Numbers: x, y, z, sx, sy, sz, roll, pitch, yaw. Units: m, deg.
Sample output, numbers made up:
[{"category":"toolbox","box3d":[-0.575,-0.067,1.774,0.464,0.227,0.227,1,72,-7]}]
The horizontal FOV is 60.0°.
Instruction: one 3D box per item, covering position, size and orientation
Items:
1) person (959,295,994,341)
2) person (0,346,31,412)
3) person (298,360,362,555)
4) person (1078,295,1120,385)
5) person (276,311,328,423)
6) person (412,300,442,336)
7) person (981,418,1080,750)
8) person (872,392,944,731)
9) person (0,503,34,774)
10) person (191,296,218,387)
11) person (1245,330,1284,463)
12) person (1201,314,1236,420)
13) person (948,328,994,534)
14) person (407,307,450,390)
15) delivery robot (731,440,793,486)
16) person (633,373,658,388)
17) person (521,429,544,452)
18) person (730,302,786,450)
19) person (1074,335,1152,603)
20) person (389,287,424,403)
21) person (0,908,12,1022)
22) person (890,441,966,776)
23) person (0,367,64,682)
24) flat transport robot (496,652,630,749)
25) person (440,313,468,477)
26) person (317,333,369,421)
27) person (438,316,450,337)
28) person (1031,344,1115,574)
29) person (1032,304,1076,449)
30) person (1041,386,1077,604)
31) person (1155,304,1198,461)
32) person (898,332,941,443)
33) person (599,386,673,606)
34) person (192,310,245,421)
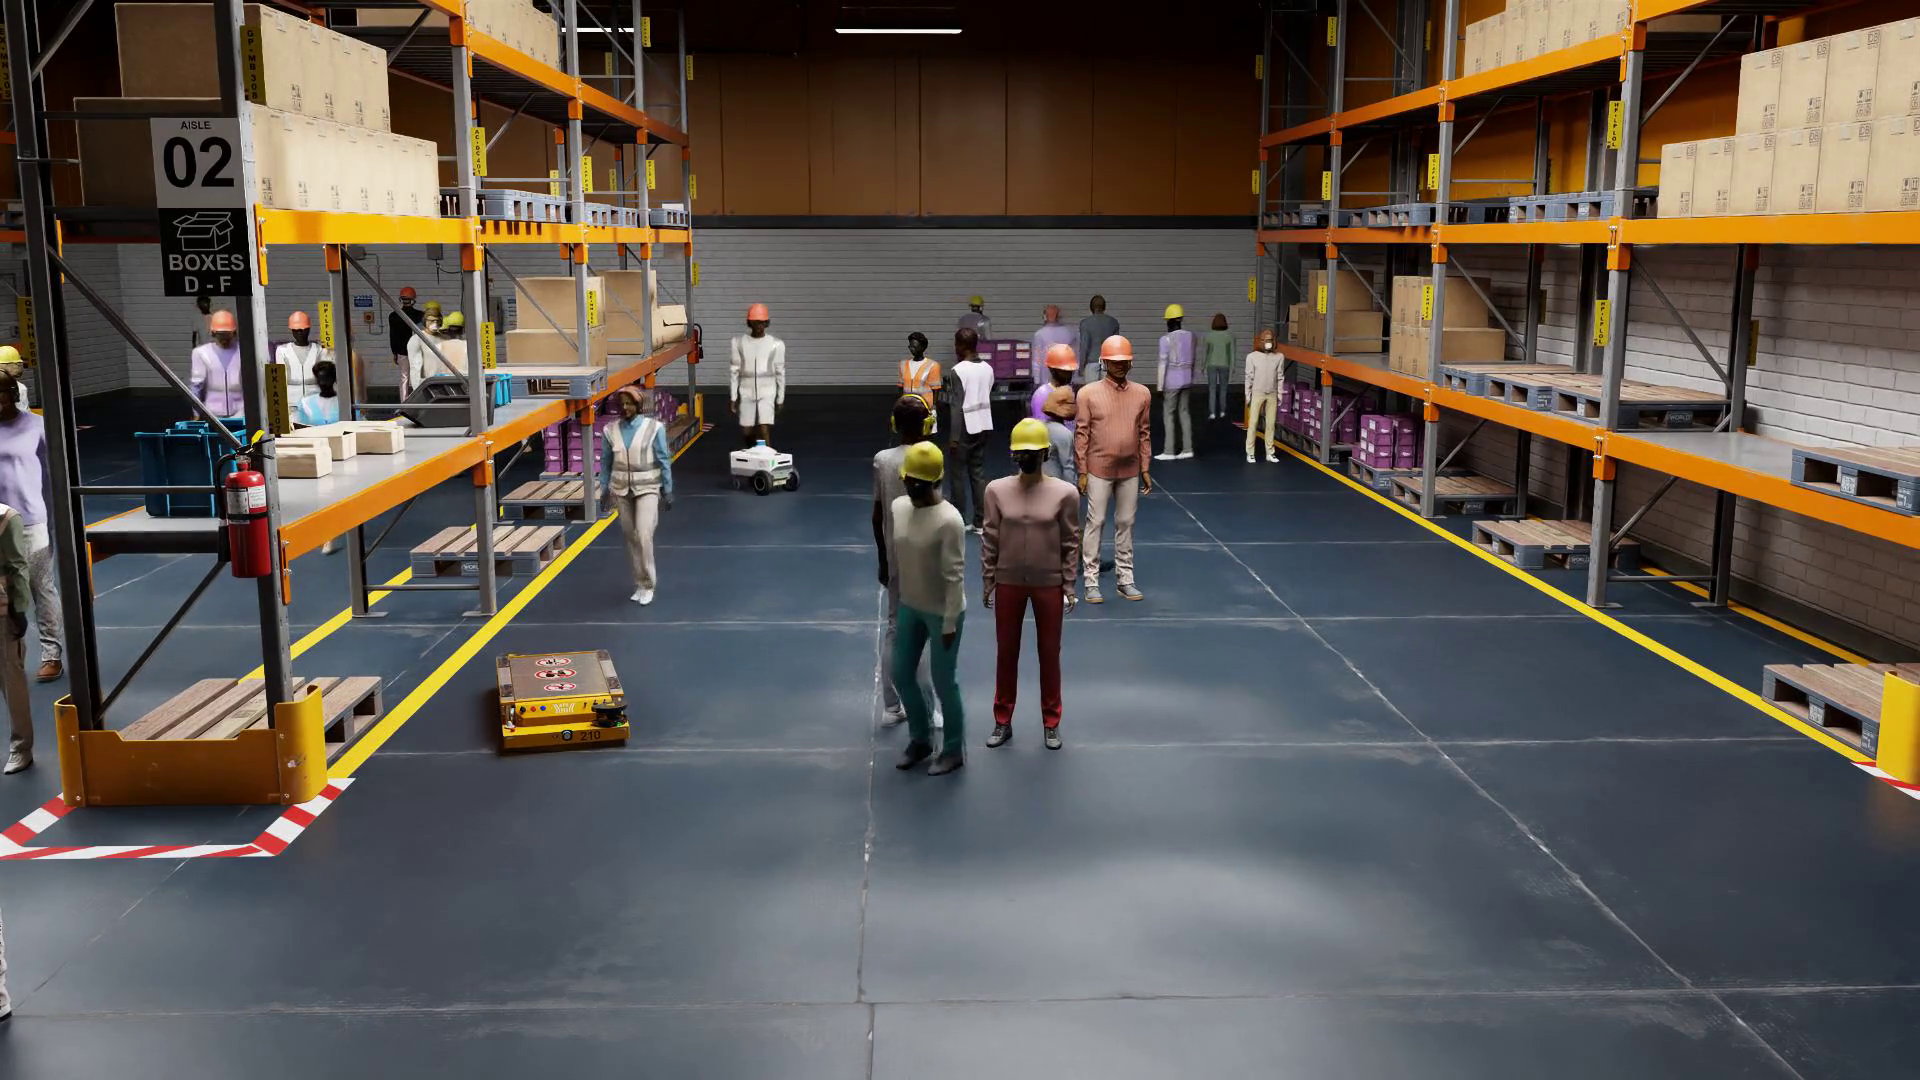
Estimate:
[{"category":"person","box3d":[0.268,-3.044,26.900,0.603,1.829,0.403,7,12,34]},{"category":"person","box3d":[-8.610,-0.890,15.136,0.493,1.743,0.314,3,11,16]},{"category":"person","box3d":[-5.468,-0.743,14.516,0.538,1.674,0.727,-2,10,-12]},{"category":"person","box3d":[1.937,-2.470,23.394,0.633,1.938,0.368,-5,12,-28]},{"category":"person","box3d":[-7.050,-1.483,17.894,0.542,1.939,0.363,-4,11,-22]},{"category":"person","box3d":[-7.630,-2.558,24.178,0.600,1.829,0.404,2,10,11]},{"category":"person","box3d":[0.368,0.235,8.808,0.525,1.769,0.313,2,10,8]},{"category":"person","box3d":[-0.253,0.125,9.127,0.516,1.872,0.327,8,13,38]},{"category":"person","box3d":[-4.943,0.371,8.400,0.514,1.640,0.310,1,10,3]},{"category":"person","box3d":[-12.153,-3.064,26.958,0.552,1.850,0.442,-3,10,-14]},{"category":"person","box3d":[3.695,-1.743,20.222,0.493,1.626,0.284,-2,10,-11]},{"category":"person","box3d":[3.920,-2.629,25.245,0.517,1.597,0.773,1,10,7]},{"category":"person","box3d":[0.061,-0.988,15.245,0.492,1.908,0.616,7,12,35]},{"category":"person","box3d":[-6.053,-1.704,19.139,0.371,1.935,0.629,5,11,27]},{"category":"delivery robot","box3d":[-2.137,-0.833,17.865,0.707,0.478,0.477,8,13,39]},{"category":"person","box3d":[-4.808,-2.802,25.283,0.547,1.924,0.391,-1,10,-7]},{"category":"person","box3d":[-5.439,-2.036,21.284,0.620,1.836,0.430,-7,12,-34]},{"category":"person","box3d":[-2.234,-1.625,18.444,0.630,2.026,0.713,0,10,0]},{"category":"person","box3d":[1.147,-0.525,12.401,0.618,1.994,0.380,-3,11,-18]},{"category":"person","box3d":[-8.428,-2.885,25.546,0.612,1.995,0.376,0,10,-2]},{"category":"person","box3d":[-3.518,0.740,5.597,0.645,1.907,0.400,10,14,44]},{"category":"person","box3d":[-0.146,0.350,8.249,0.545,1.721,0.519,9,14,41]},{"category":"person","box3d":[-5.750,-0.087,10.113,0.633,1.938,0.356,-1,10,-8]},{"category":"flat transport robot","box3d":[-2.276,0.870,9.433,0.652,0.197,1.431,-3,11,-16]},{"category":"person","box3d":[-5.798,-1.687,19.247,0.589,1.864,1.065,-1,10,-6]},{"category":"person","box3d":[-6.309,-1.328,17.216,0.992,1.897,0.584,6,12,32]},{"category":"person","box3d":[-6.460,-1.938,20.973,0.526,1.750,0.521,5,11,27]},{"category":"person","box3d":[0.767,-0.641,13.383,0.999,1.878,0.584,7,12,34]},{"category":"person","box3d":[1.229,-2.105,21.533,0.651,1.883,0.813,-6,12,-31]},{"category":"person","box3d":[0.709,-0.326,12.326,0.300,1.625,0.509,-4,11,-21]},{"category":"person","box3d":[2.648,-1.921,20.380,0.616,1.918,0.404,-7,12,-34]},{"category":"person","box3d":[-0.461,-1.442,18.342,0.535,1.697,0.318,5,11,27]},{"category":"person","box3d":[-2.426,-0.323,12.289,0.549,1.619,0.537,3,11,15]},{"category":"person","box3d":[-7.474,-1.346,16.949,0.633,2.011,0.886,-5,11,-24]}]
